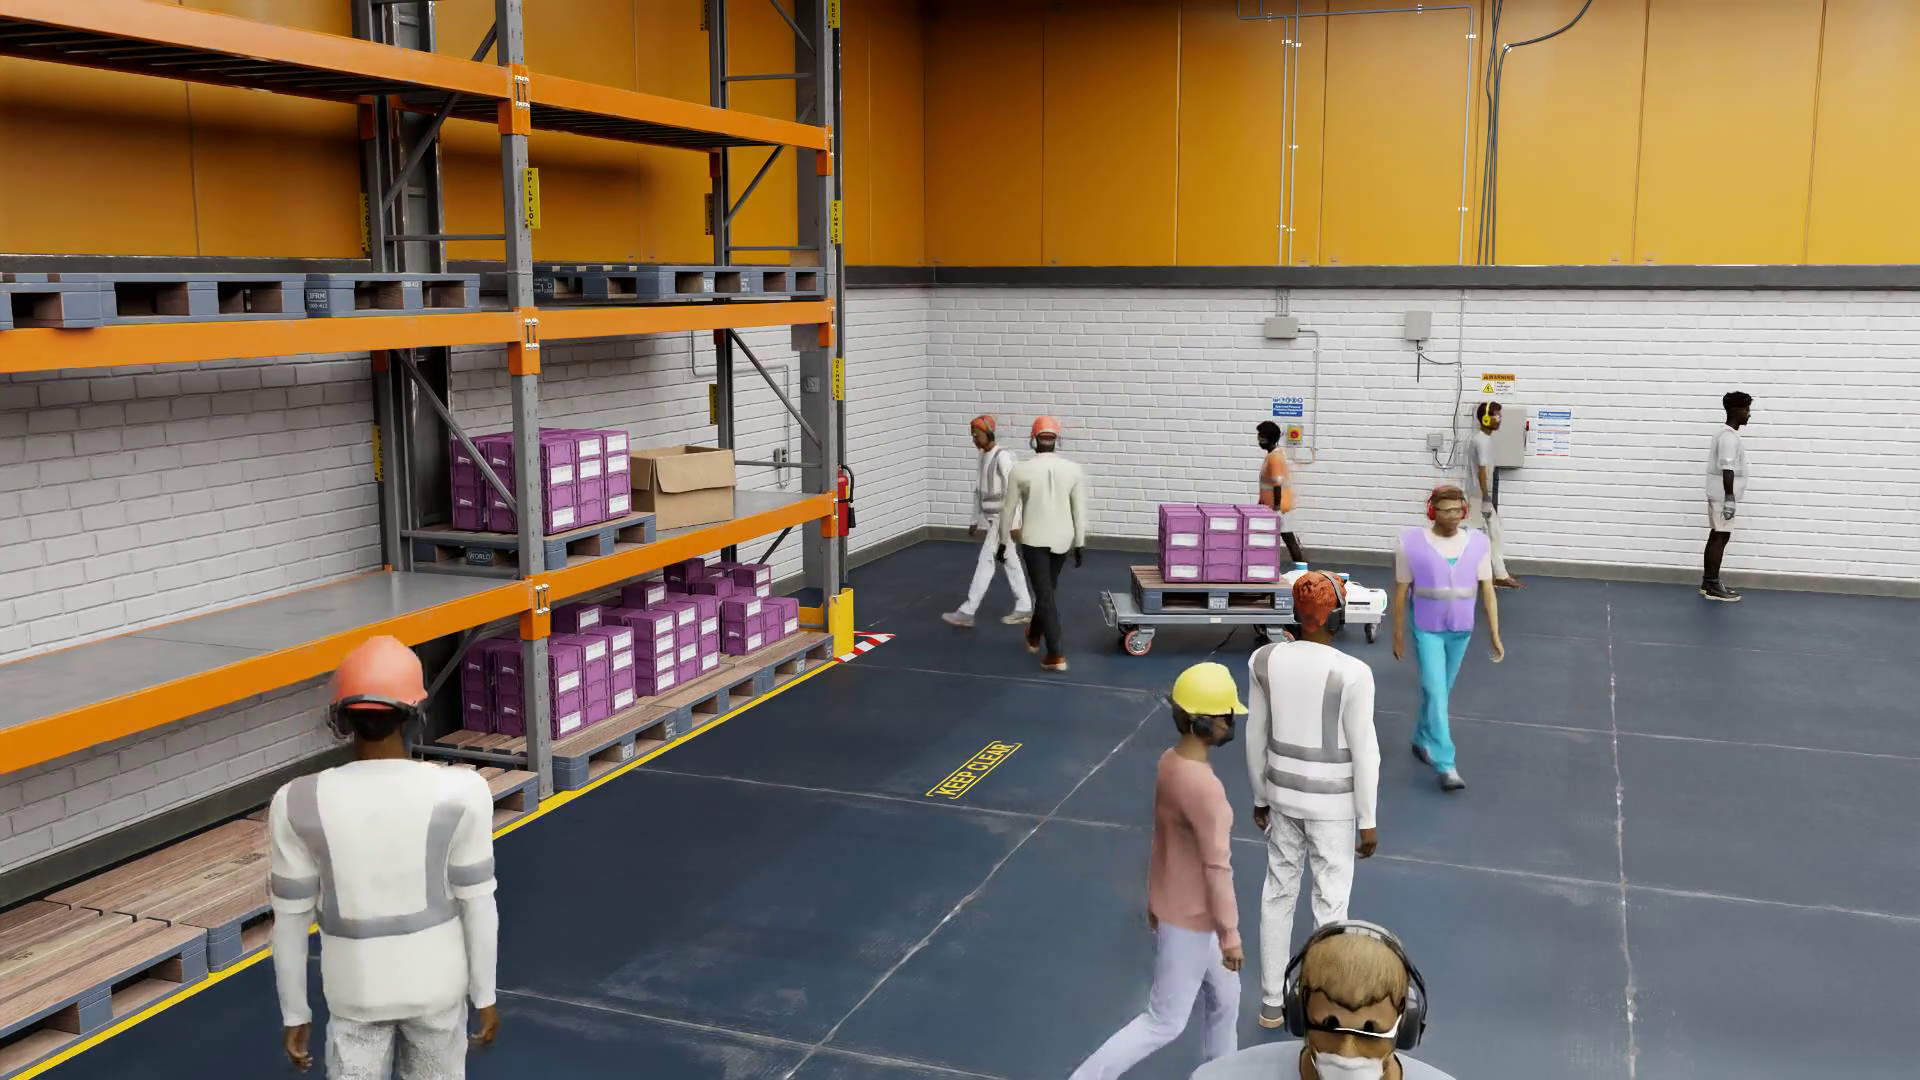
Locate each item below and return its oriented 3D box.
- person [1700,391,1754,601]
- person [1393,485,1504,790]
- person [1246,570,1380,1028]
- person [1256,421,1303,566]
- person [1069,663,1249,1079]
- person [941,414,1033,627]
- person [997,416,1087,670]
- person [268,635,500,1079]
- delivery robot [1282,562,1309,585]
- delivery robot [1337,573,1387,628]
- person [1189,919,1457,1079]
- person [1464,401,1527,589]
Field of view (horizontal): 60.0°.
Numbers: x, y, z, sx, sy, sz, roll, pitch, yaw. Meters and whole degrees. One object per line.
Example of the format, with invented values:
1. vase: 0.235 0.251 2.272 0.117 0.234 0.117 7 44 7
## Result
1. person: 7.185 -0.421 15.593 0.362 1.963 0.614 3 9 18
2. person: 2.911 0.556 9.992 0.592 1.794 0.965 -1 9 -7
3. person: 1.402 1.052 6.606 0.574 1.883 0.355 9 12 43
4. person: 2.979 -0.328 15.999 0.841 1.644 0.622 3 9 16
5. person: 0.728 1.268 5.726 0.854 1.735 0.515 0 9 -2
6. person: 0.237 -0.159 14.334 0.920 1.835 0.589 -2 9 -14
7. person: 0.632 0.007 13.013 0.644 1.929 1.018 -3 9 -17
8. person: -1.621 1.285 4.716 0.611 2.024 0.757 -2 9 -11
9. delivery robot: 2.935 0.436 14.336 0.707 0.478 0.477 -5 10 -29
10. delivery robot: 3.174 0.519 13.811 0.707 0.478 0.477 1 9 8
11. person: 0.670 1.600 2.995 0.631 1.939 0.372 2 9 15
12. person: 5.005 -0.436 16.133 0.943 1.832 0.534 3 10 21
